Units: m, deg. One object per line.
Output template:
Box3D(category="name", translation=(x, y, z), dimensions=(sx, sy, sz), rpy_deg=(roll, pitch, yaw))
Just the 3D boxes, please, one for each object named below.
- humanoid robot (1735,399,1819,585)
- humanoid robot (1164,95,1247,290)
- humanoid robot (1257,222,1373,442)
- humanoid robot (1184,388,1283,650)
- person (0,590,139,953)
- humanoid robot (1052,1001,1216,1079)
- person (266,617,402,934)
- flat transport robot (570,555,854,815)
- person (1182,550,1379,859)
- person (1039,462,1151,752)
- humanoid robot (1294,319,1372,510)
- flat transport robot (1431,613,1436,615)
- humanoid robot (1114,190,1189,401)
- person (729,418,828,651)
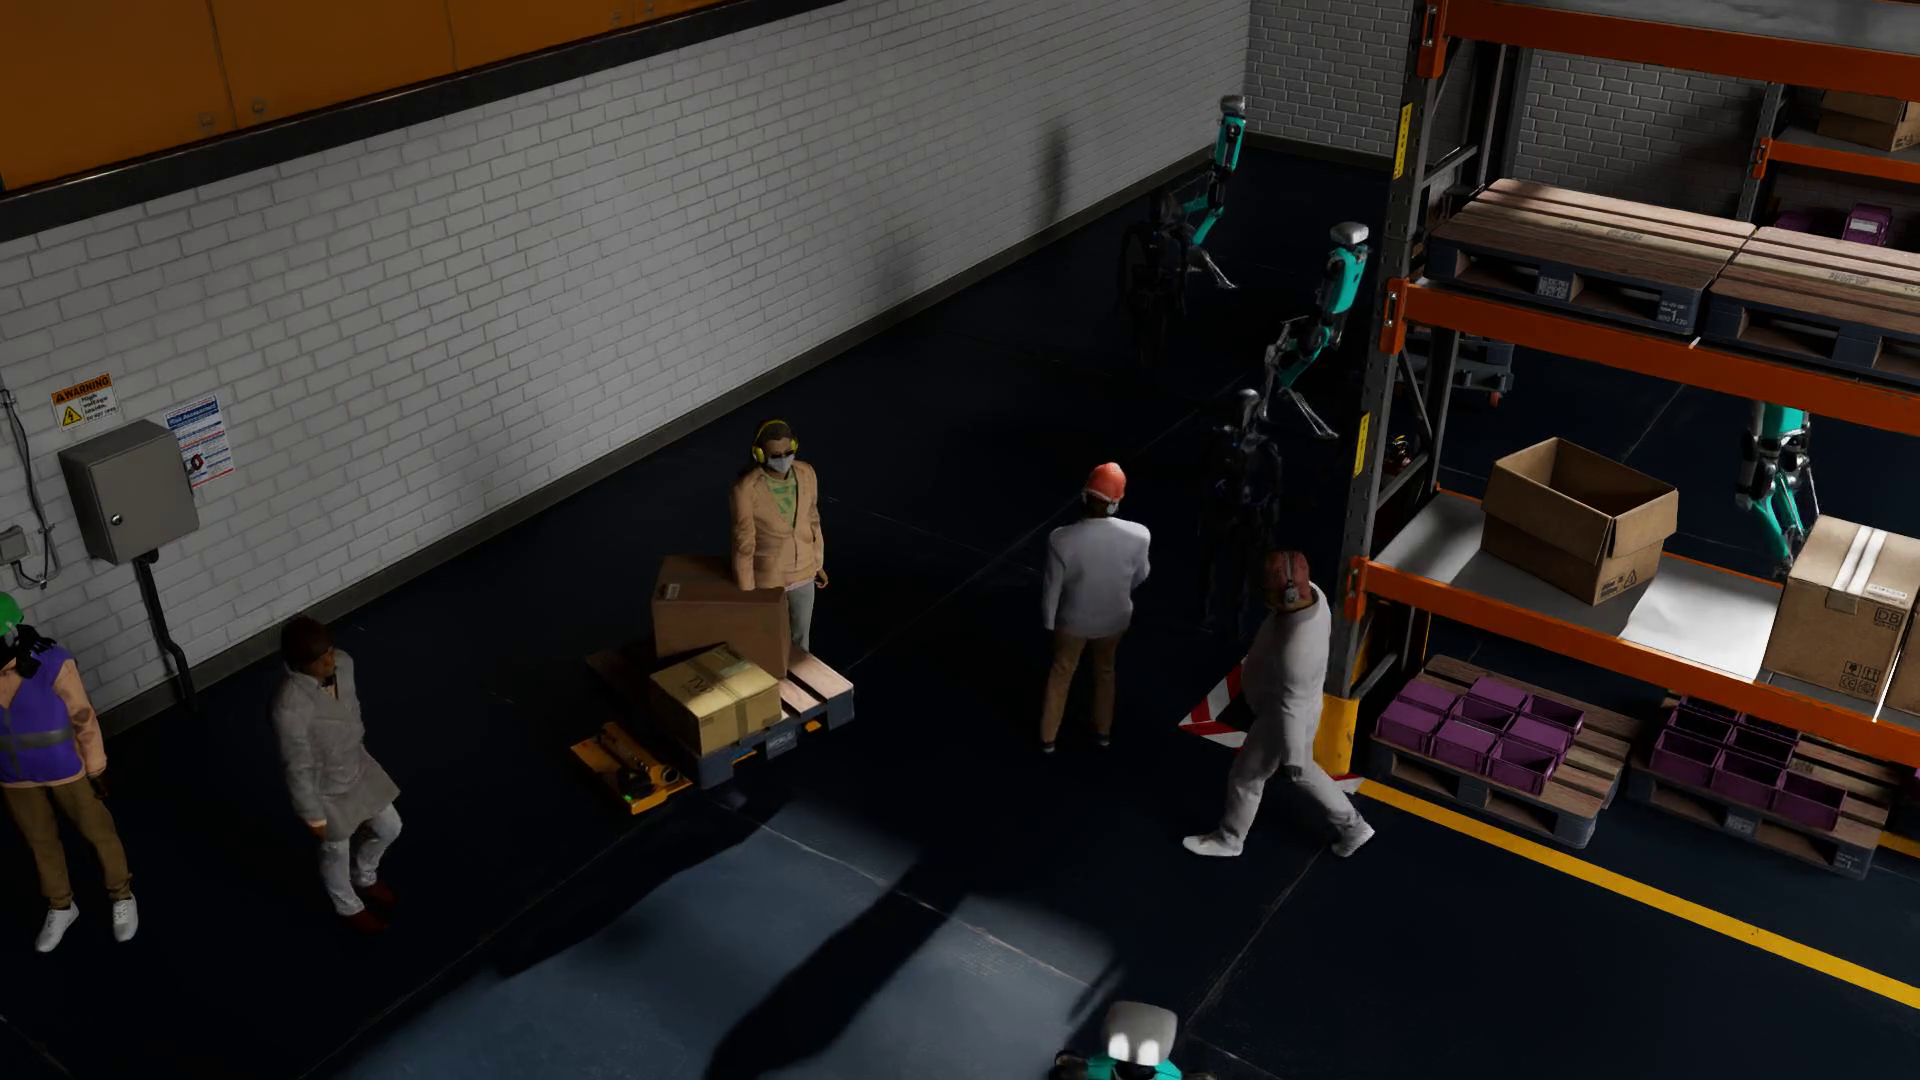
Box3D(category="humanoid robot", translation=(5.059, -0.278, 10.067), dimensions=(0.586, 1.784, 0.820), rpy_deg=(-14, 33, -23))
Box3D(category="humanoid robot", translation=(2.194, -3.125, 15.000), dimensions=(0.940, 1.759, 0.547), rpy_deg=(3, 30, 6))
Box3D(category="humanoid robot", translation=(2.471, -1.578, 12.335), dimensions=(0.993, 1.744, 0.554), rpy_deg=(23, 37, 34))
Box3D(category="humanoid robot", translation=(1.634, -0.125, 9.842), dimensions=(0.583, 1.654, 0.330), rpy_deg=(20, 35, 30))
Box3D(category="person", translation=(-4.173, 1.034, 7.583), dimensions=(0.536, 1.928, 0.419), rpy_deg=(-5, 30, -8))
Box3D(category="humanoid robot", translation=(0.606, 2.117, 5.920), dimensions=(0.543, 1.767, 0.956), rpy_deg=(5, 30, 8))
Box3D(category="person", translation=(-2.863, 1.097, 7.603), dimensions=(0.427, 1.807, 0.542), rpy_deg=(12, 32, 19))
Box3D(category="flat transport robot", translation=(-1.381, 1.021, 9.268), dimensions=(1.431, 0.231, 0.659), rpy_deg=(-23, 37, -34))
Box3D(category="person", translation=(1.613, 0.845, 7.982), dimensions=(0.897, 1.859, 0.682), rpy_deg=(9, 31, 15))
Box3D(category="person", translation=(0.711, 0.359, 8.964), dimensions=(0.582, 1.713, 0.447), rpy_deg=(-3, 30, -5))
Box3D(category="humanoid robot", translation=(2.697, -0.945, 11.321), dimensions=(0.736, 1.622, 0.589), rpy_deg=(-2, 30, -4))
Box3D(category="flat transport robot", translation=(3.375, 0.318, 10.488), dimensions=(1.431, 0.231, 0.659), rpy_deg=(17, 34, 26))
Box3D(category="humanoid robot", translation=(1.521, -1.980, 13.091), dimensions=(0.588, 1.639, 0.702), rpy_deg=(5, 30, 8))
Box3D(category="person", translation=(-0.996, 0.176, 9.129), dimensions=(0.565, 1.875, 0.392), rpy_deg=(-21, 36, -32))
